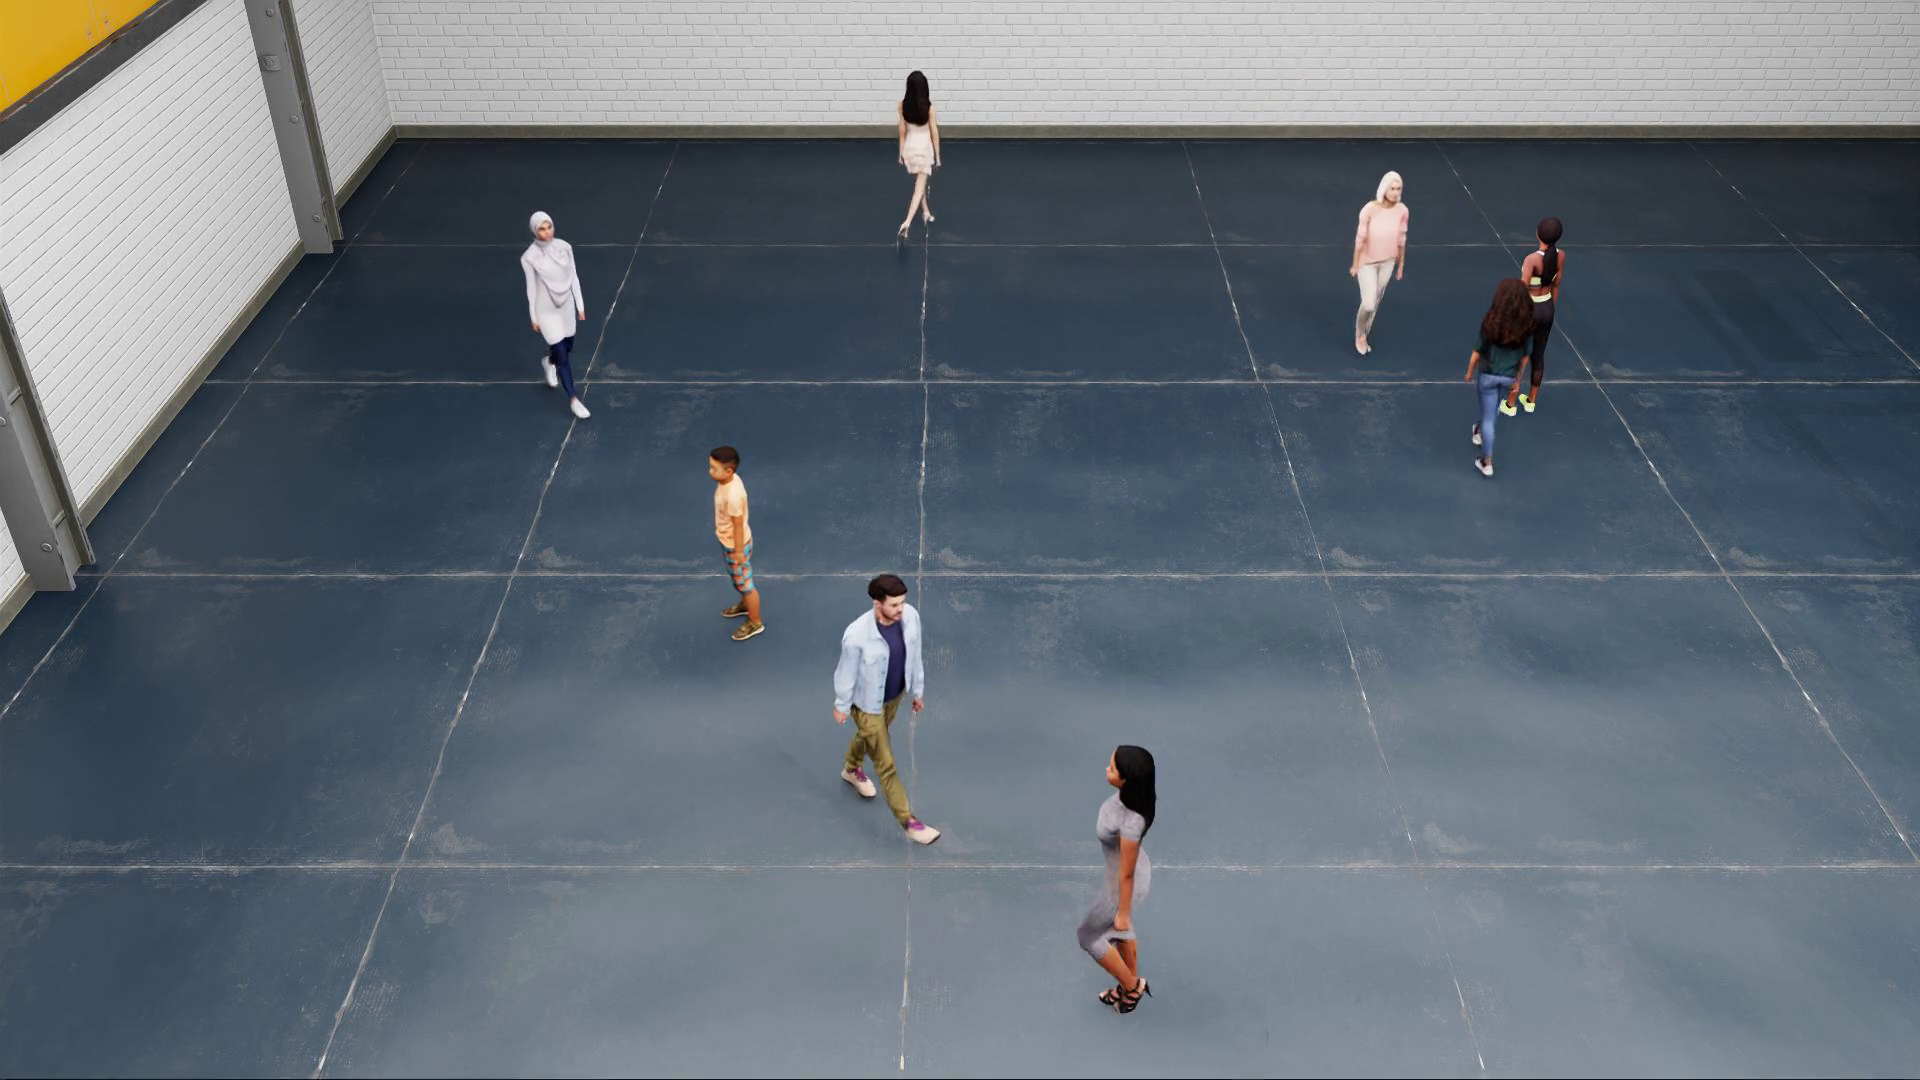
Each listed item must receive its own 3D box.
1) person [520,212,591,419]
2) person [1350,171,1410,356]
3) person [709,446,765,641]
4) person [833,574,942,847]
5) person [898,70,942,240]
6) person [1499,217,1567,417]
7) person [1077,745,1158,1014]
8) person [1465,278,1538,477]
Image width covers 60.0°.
[{"bbox_3d":[-3.427,-1.929,13.975,1.043,1.752,1.163,-24,41,-32],"label":"person"},{"bbox_3d":[3.698,-2.511,14.884,0.665,1.715,0.667,-7,34,-10],"label":"person"},{"bbox_3d":[-1.528,-0.011,11.358,0.658,1.454,0.533,-11,35,-16],"label":"person"},{"bbox_3d":[-0.534,0.899,9.714,1.183,1.758,1.255,-26,42,-34],"label":"person"},{"bbox_3d":[-0.448,-3.880,16.954,0.844,1.704,1.120,13,36,19],"label":"person"},{"bbox_3d":[4.789,-1.859,13.868,0.618,1.754,0.598,-10,35,-14],"label":"person"},{"bbox_3d":[0.914,1.772,8.391,0.726,1.769,0.621,6,34,9],"label":"person"},{"bbox_3d":[4.251,-1.252,13.103,0.601,1.590,0.913,-1,34,-1],"label":"person"}]
